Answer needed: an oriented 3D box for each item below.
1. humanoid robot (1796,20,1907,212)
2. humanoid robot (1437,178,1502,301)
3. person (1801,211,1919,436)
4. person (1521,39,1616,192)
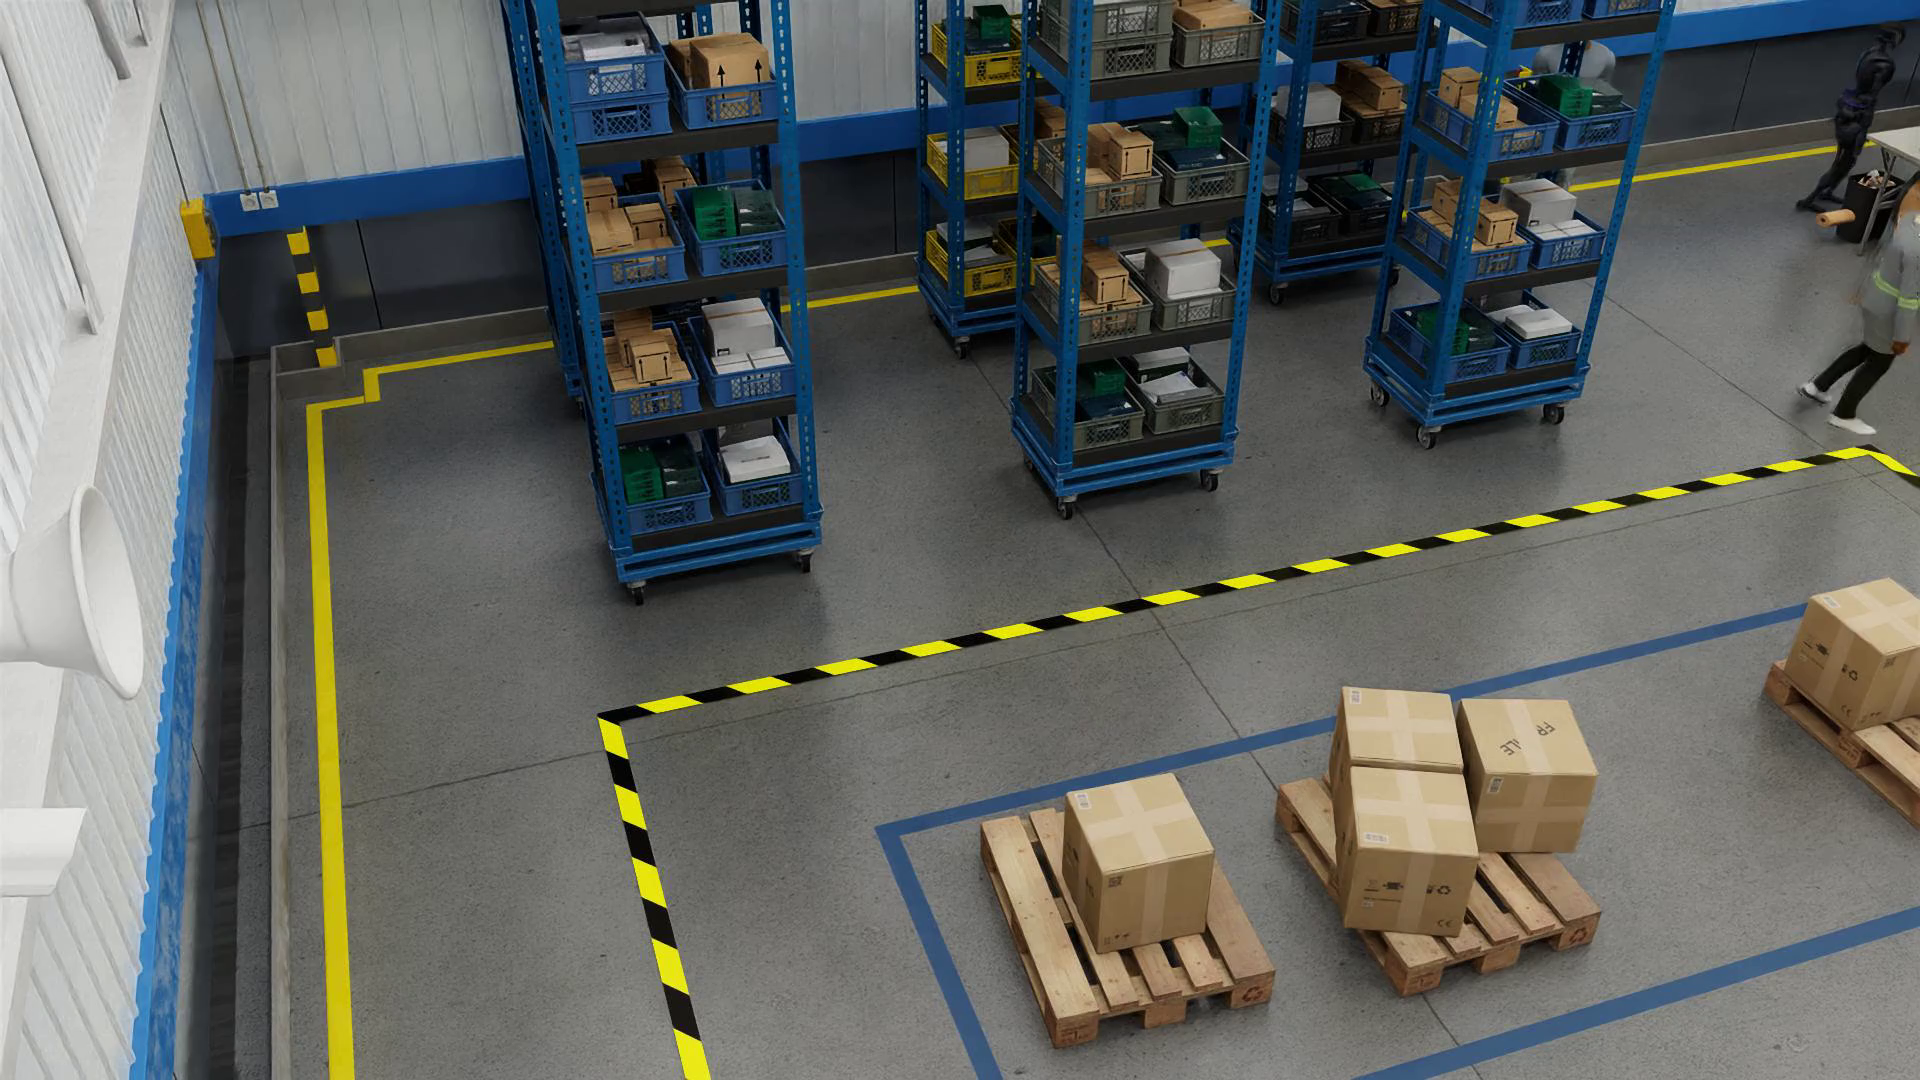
[{"bbox_3d":[7.409,-3.525,13.841,0.422,1.636,0.584,8,36,11],"label":"humanoid robot"},{"bbox_3d":[3.593,-2.108,11.842,0.724,1.627,0.614,14,38,19],"label":"humanoid robot"},{"bbox_3d":[6.031,-1.500,10.841,0.542,1.816,0.660,10,36,14],"label":"person"},{"bbox_3d":[4.783,-3.273,13.249,0.634,1.936,0.360,3,35,5],"label":"person"}]
